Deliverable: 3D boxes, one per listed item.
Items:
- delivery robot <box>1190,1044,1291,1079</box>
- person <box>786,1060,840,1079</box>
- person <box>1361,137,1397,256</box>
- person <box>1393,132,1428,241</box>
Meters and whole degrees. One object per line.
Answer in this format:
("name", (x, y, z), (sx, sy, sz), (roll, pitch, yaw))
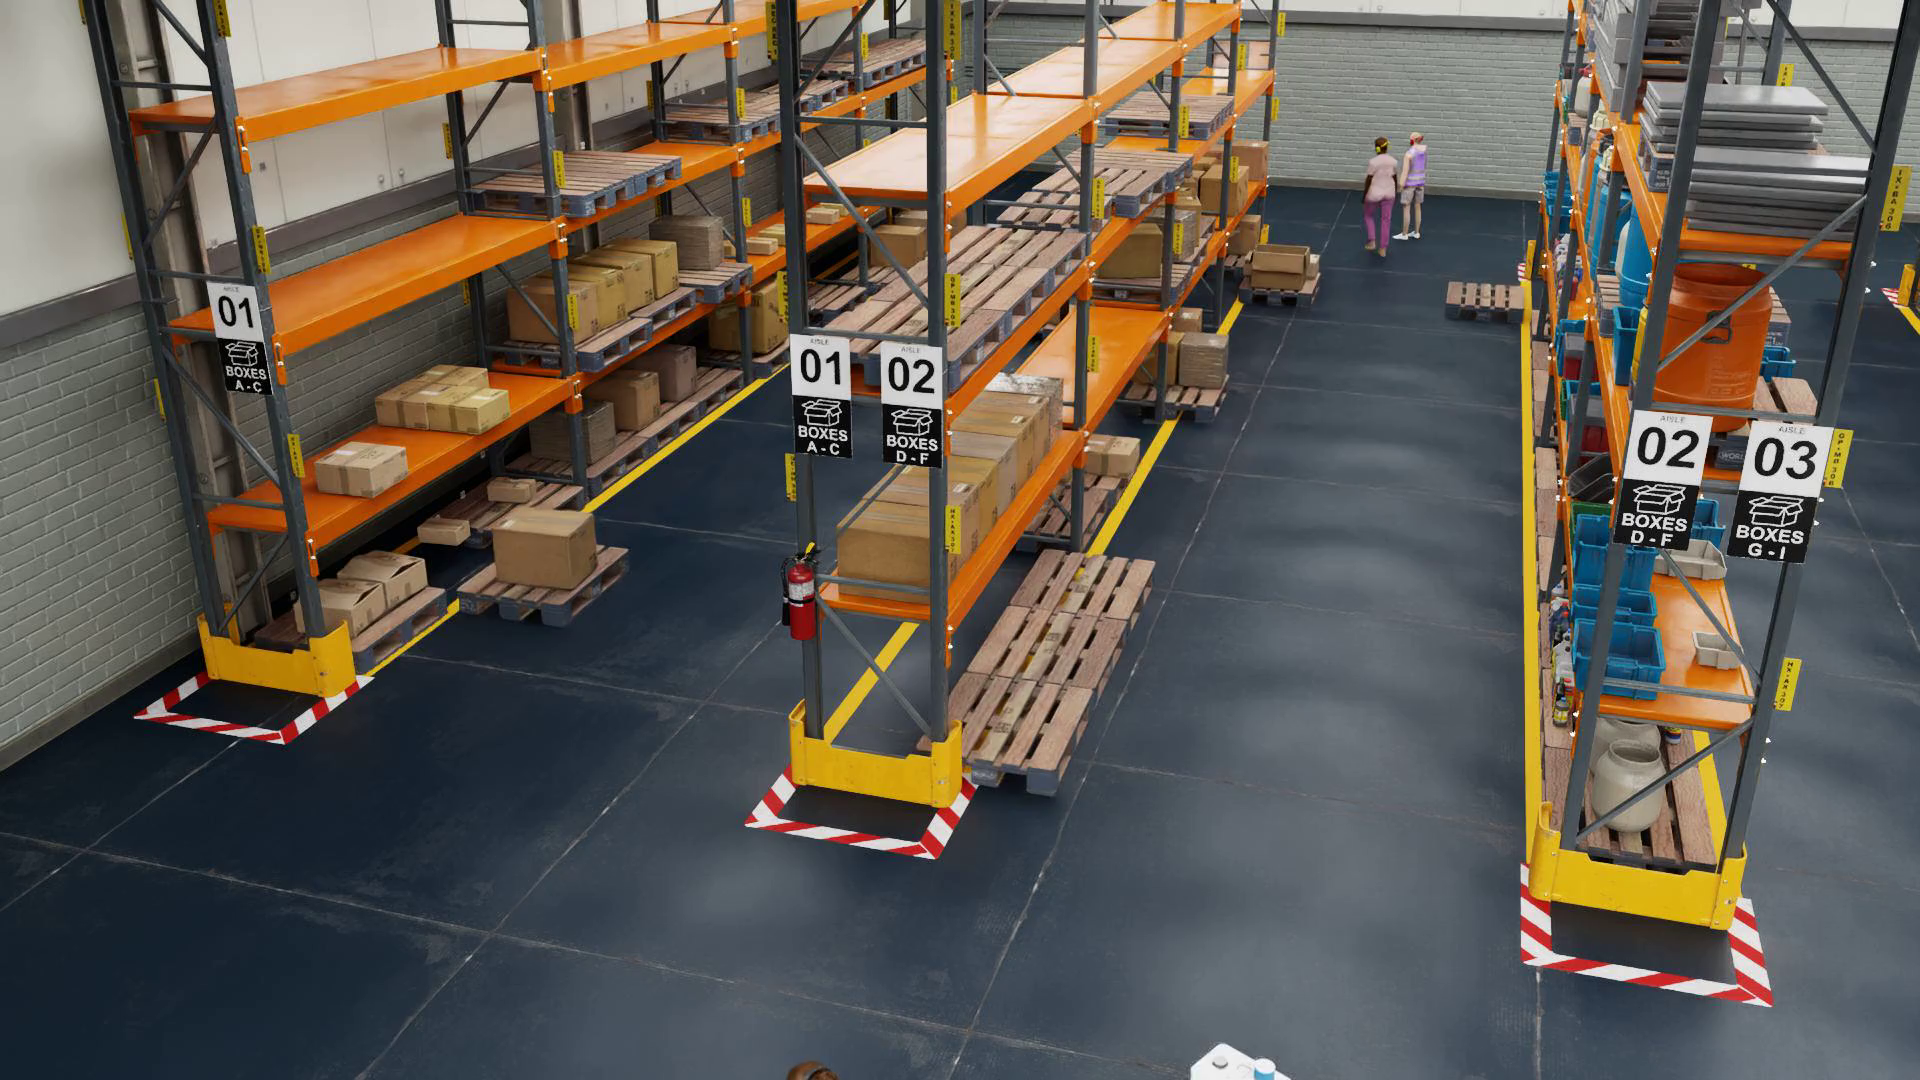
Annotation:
("delivery robot", (1.502, 2.849, 8.221), (0.808, 0.607, 0.499), (21, 31, 40))
("person", (-0.612, 2.831, 6.658), (0.649, 1.820, 0.627), (18, 29, 35))
("person", (6.427, -5.280, 25.511), (0.613, 1.765, 0.641), (-2, 23, -5))
("person", (7.176, -5.609, 26.391), (0.489, 1.688, 0.352), (-14, 27, -29))
